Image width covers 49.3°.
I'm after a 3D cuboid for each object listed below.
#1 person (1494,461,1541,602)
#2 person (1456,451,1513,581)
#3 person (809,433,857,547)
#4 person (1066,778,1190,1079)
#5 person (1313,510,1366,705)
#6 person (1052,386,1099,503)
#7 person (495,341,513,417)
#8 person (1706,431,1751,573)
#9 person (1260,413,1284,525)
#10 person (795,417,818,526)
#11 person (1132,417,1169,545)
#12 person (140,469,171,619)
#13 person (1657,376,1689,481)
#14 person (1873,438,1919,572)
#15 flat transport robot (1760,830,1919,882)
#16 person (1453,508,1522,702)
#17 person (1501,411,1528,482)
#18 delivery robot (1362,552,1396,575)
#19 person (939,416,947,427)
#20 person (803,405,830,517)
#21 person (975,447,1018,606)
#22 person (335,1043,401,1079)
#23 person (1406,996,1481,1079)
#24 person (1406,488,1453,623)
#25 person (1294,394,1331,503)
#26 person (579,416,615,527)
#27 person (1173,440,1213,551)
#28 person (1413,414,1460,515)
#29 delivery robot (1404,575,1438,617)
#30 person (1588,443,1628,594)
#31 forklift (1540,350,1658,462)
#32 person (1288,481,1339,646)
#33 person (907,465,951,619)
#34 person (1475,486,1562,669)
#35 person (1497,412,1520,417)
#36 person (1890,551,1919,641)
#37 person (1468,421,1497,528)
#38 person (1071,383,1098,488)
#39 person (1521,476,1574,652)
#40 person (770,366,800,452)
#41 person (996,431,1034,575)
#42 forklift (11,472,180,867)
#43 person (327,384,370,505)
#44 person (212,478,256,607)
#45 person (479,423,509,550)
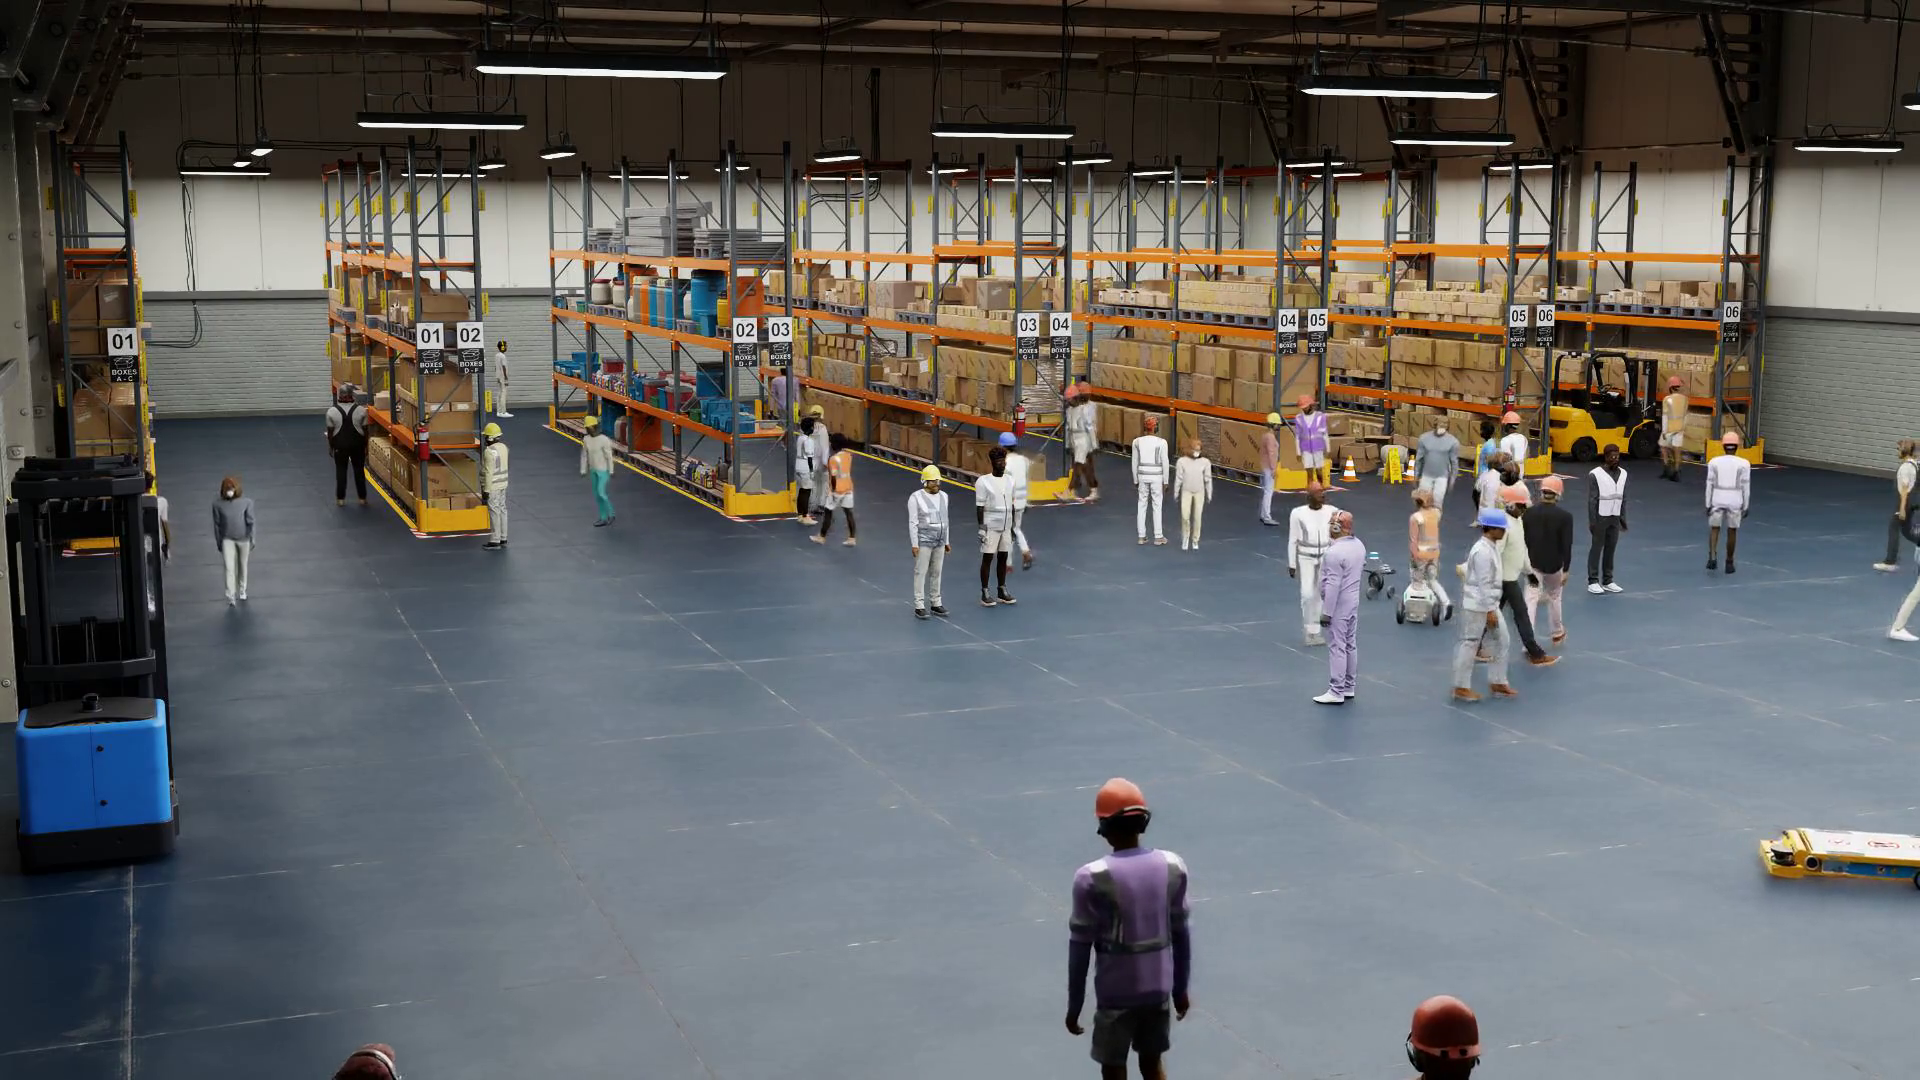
[{"bbox_3d":[6.798,-0.078,25.891,0.983,1.788,0.641,-2,9,-12],"label":"person"},{"bbox_3d":[6.767,-0.242,26.845,0.629,1.817,0.663,3,9,18],"label":"person"},{"bbox_3d":[-1.829,-0.734,30.671,0.743,1.664,0.541,6,10,34],"label":"person"},{"bbox_3d":[0.803,2.163,10.177,0.627,2.017,0.490,-4,9,-26],"label":"person"},{"bbox_3d":[3.721,0.652,20.610,0.407,1.908,0.641,6,10,34],"label":"person"},{"bbox_3d":[1.985,-1.612,35.463,0.999,1.974,0.697,-5,10,-30],"label":"person"},{"bbox_3d":[-11.243,-3.962,51.487,0.326,1.874,0.519,-6,10,-35],"label":"person"},{"bbox_3d":[10.372,-0.508,28.275,0.552,1.929,0.493,5,10,29],"label":"person"},{"bbox_3d":[4.903,-1.116,32.893,0.343,1.764,0.539,1,9,4],"label":"person"},{"bbox_3d":[-2.415,-1.084,32.898,0.317,1.693,0.535,-3,9,-20],"label":"person"},{"bbox_3d":[2.816,-0.876,30.875,0.574,1.882,0.356,4,10,26],"label":"person"},{"bbox_3d":[-9.532,0.089,24.539,0.546,1.852,0.415,-5,10,-32],"label":"person"},{"bbox_3d":[13.132,-2.053,38.561,0.544,1.923,0.491,-2,9,-14],"label":"person"},{"bbox_3d":[12.870,-0.463,28.343,0.767,1.825,0.513,8,11,41],"label":"person"},{"bbox_3d":[6.605,2.300,15.188,1.431,0.197,0.652,2,9,14],"label":"flat transport robot"},{"bbox_3d":[5.238,0.653,20.566,0.775,1.919,0.636,4,10,26],"label":"person"},{"bbox_3d":[8.179,-0.942,31.127,0.547,1.938,0.377,-7,11,-39],"label":"person"},{"bbox_3d":[5.258,0.272,26.591,0.335,0.223,0.698,-4,9,-24],"label":"delivery robot"},{"bbox_3d":[-0.373,-3.423,48.714,0.523,1.608,0.670,-1,9,-6],"label":"person"},{"bbox_3d":[-2.300,-1.282,33.907,0.426,1.784,0.615,-7,11,-41],"label":"person"},{"bbox_3d":[0.463,-0.176,25.929,0.607,1.966,0.367,-7,11,-37],"label":"person"},{"bbox_3d":[-2.020,2.662,7.257,0.668,1.887,0.441,1,9,4],"label":"person"},{"bbox_3d":[1.687,2.579,7.457,0.622,1.995,0.376,2,9,11],"label":"person"},{"bbox_3d":[5.502,0.198,24.576,0.532,1.616,0.553,-6,10,-33],"label":"person"},{"bbox_3d":[5.892,-1.501,35.000,0.633,1.892,0.515,3,9,20],"label":"person"},{"bbox_3d":[-5.667,-1.076,32.674,0.534,1.743,0.440,6,11,36],"label":"person"},{"bbox_3d":[3.362,-0.650,30.245,0.567,1.602,0.622,1,9,5],"label":"person"},{"bbox_3d":[7.039,-0.911,30.983,0.666,1.919,0.472,3,9,21],"label":"person"},{"bbox_3d":[5.487,0.655,24.902,0.477,0.478,0.707,3,9,19],"label":"delivery robot"},{"bbox_3d":[8.283,-0.288,26.834,0.589,1.919,0.384,-5,10,-28],"label":"person"},{"bbox_3d":[12.897,-2.725,42.309,2.313,2.155,1.214,-3,9,-21],"label":"forklift"},{"bbox_3d":[3.955,0.265,23.379,0.554,1.853,0.628,-1,9,-5],"label":"person"},{"bbox_3d":[-0.348,0.012,25.116,0.586,1.833,0.403,-7,11,-40],"label":"person"},{"bbox_3d":[5.892,0.380,22.336,1.069,1.938,0.617,4,10,26],"label":"person"},{"bbox_3d":[10.994,-2.530,42.129,0.627,1.821,0.667,-3,9,-20],"label":"person"},{"bbox_3d":[10.995,0.259,23.540,0.958,1.812,0.506,5,10,30],"label":"person"},{"bbox_3d":[8.106,-1.003,32.418,0.593,1.678,0.546,3,9,19],"label":"person"},{"bbox_3d":[2.215,-1.853,37.363,0.550,1.891,0.963,-1,9,-9],"label":"person"},{"bbox_3d":[6.459,0.258,23.134,0.623,1.947,1.019,5,10,31],"label":"person"},{"bbox_3d":[-3.660,-2.790,43.650,0.606,1.874,1.014,-3,9,-17],"label":"person"},{"bbox_3d":[0.702,-0.490,28.125,0.629,1.935,0.501,-8,11,-42],"label":"person"},{"bbox_3d":[-6.630,0.886,15.957,1.129,2.768,1.873,-3,9,-21],"label":"forklift"},{"bbox_3d":[-10.291,-1.594,35.276,0.688,2.000,0.536,-2,9,-15],"label":"person"},{"bbox_3d":[-9.010,0.005,26.026,0.501,1.584,0.900,-3,9,-19],"label":"person"},{"bbox_3d":[-6.782,-0.791,30.456,0.403,1.837,0.590,2,9,12],"label":"person"}]
